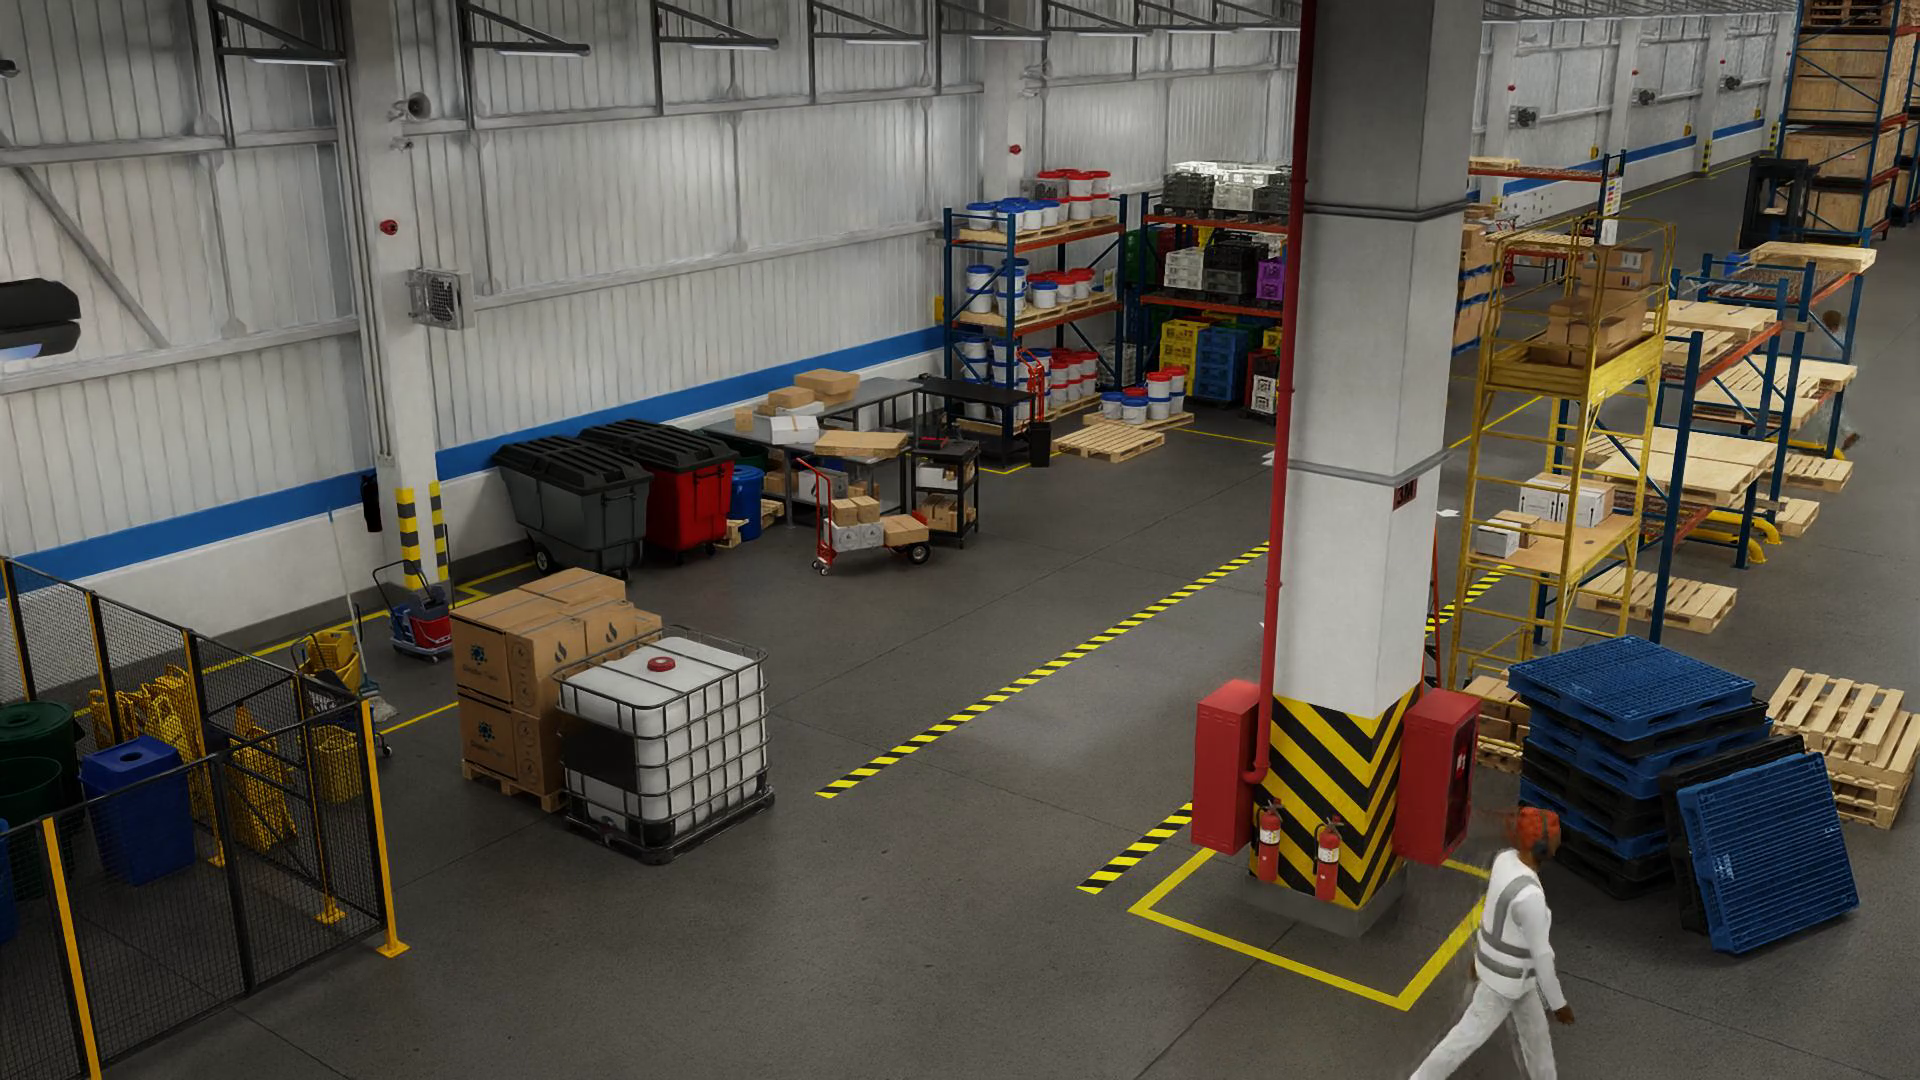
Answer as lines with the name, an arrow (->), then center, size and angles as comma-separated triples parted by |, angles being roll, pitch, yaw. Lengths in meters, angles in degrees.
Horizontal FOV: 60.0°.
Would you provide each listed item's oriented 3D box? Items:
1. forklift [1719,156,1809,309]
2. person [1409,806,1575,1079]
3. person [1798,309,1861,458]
forklift -> 15.274, -5.811, 31.406 | 1.129, 2.768, 1.873 | 13, 22, 34
person -> 2.793, 2.212, 8.533 | 1.033, 1.835, 0.581 | 4, 18, 12
person -> 11.150, -1.969, 21.171 | 0.603, 1.917, 0.650 | 12, 22, 33
